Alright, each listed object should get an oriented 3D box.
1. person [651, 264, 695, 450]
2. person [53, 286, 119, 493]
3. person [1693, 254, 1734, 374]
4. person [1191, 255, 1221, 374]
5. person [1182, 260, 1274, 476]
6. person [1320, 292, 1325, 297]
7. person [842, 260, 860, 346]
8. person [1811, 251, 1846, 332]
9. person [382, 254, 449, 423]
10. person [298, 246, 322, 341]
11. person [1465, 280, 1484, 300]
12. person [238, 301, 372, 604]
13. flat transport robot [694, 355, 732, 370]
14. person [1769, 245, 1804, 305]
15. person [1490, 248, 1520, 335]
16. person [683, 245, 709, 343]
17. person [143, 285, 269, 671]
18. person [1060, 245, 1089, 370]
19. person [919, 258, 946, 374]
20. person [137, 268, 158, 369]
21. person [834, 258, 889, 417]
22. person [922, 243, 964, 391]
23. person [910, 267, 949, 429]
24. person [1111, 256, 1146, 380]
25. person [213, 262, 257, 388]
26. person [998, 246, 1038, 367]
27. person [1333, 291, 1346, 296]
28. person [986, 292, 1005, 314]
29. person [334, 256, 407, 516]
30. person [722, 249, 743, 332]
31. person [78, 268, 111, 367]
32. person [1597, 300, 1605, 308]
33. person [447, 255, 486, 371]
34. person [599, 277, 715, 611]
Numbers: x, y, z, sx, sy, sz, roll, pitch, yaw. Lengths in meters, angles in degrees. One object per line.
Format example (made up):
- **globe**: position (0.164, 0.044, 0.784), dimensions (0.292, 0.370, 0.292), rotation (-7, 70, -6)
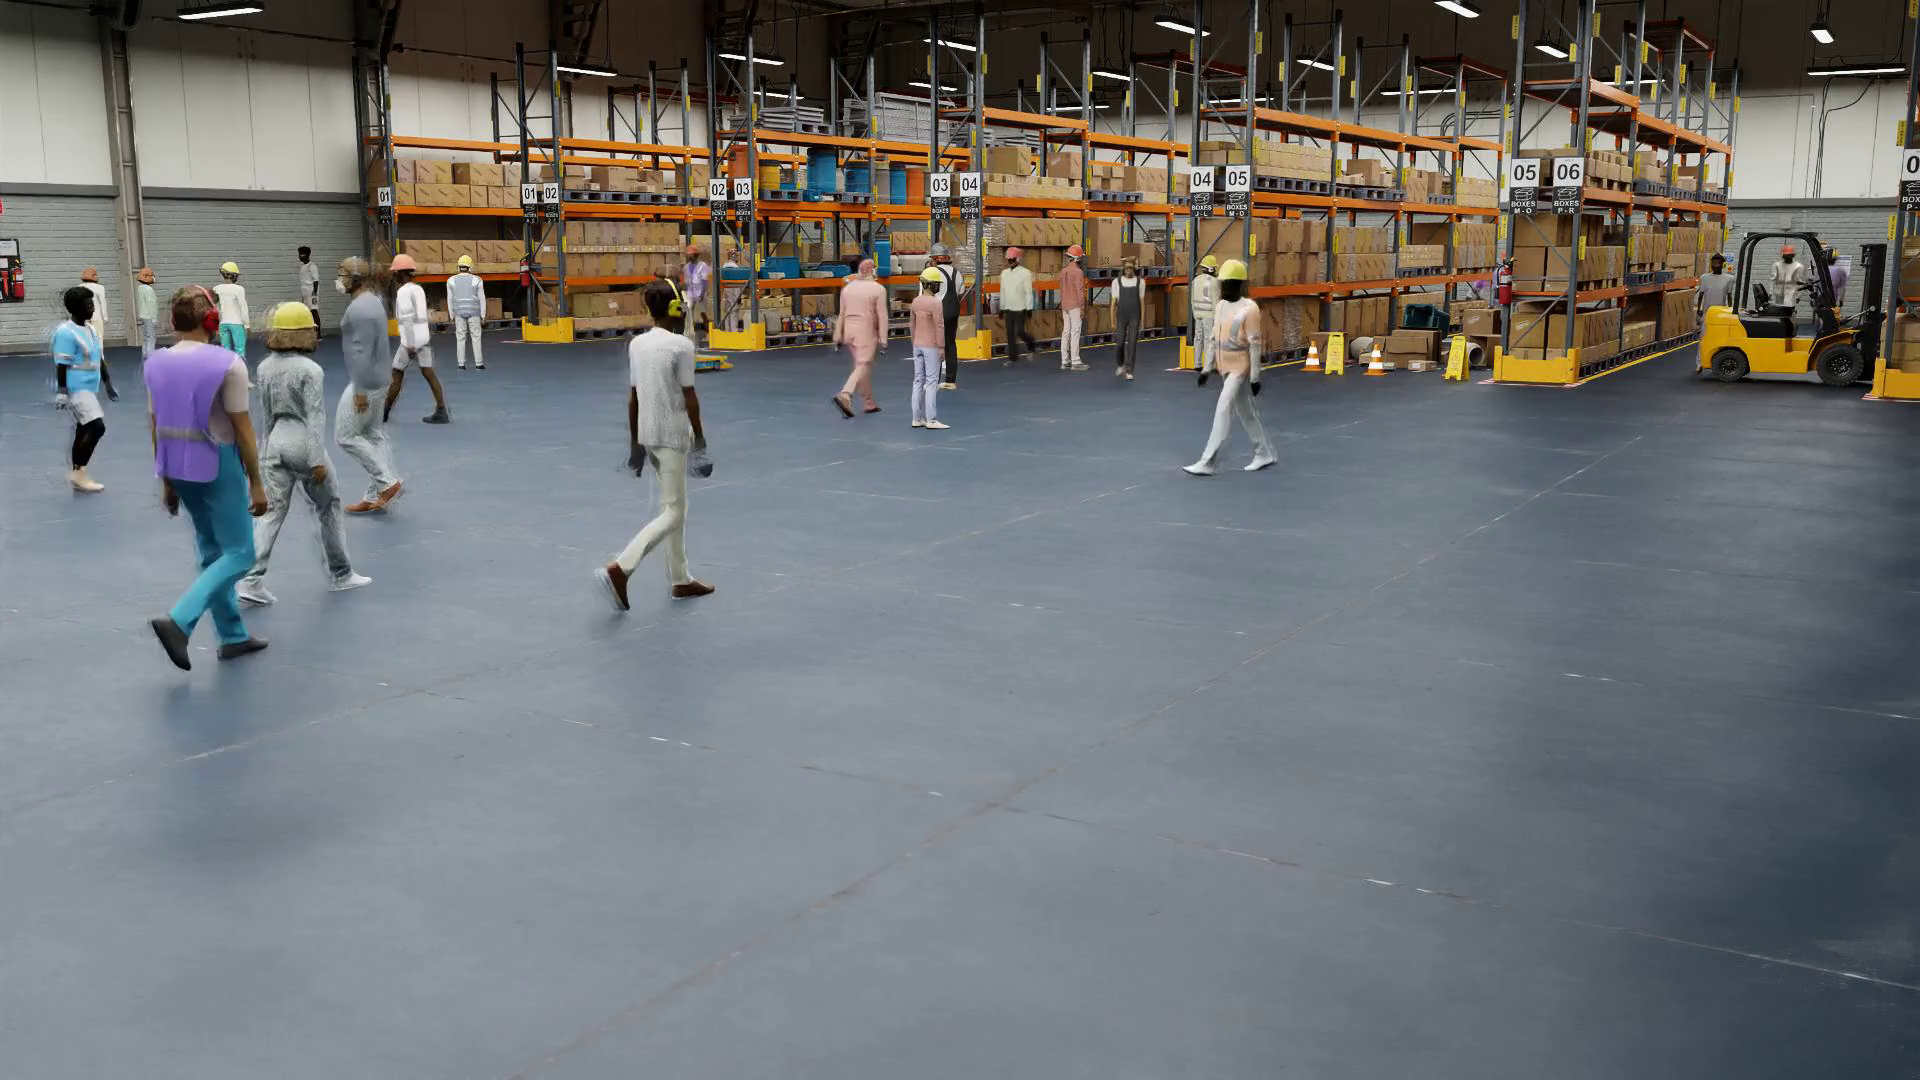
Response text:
- **person**: position (-2.742, -1.696, 15.788), dimensions (0.453, 1.824, 0.648), rotation (-2, 10, -9)
- **person**: position (-7.079, -1.205, 13.439), dimensions (0.430, 1.677, 0.548), rotation (-2, 10, -8)
- **person**: position (11.697, -3.501, 25.798), dimensions (0.520, 1.865, 0.332), rotation (4, 11, 24)
- **person**: position (3.844, -3.502, 25.883), dimensions (0.404, 1.834, 0.592), rotation (-5, 11, -28)
- **person**: position (2.409, -1.506, 14.594), dimensions (1.005, 1.882, 0.586), rotation (-4, 11, -20)
- **person**: position (8.189, -5.451, 36.660), dimensions (0.634, 1.871, 0.898), rotation (7, 12, 33)
- **person**: position (-2.052, -4.639, 32.638), dimensions (0.535, 1.697, 0.318), rotation (-1, 10, -6)
- **person**: position (17.673, -4.946, 33.868), dimensions (0.610, 1.869, 1.007), rotation (5, 11, 26)
- **person**: position (-6.225, -2.242, 18.660), dimensions (0.996, 1.885, 0.568), rotation (1, 10, 8)
- **person**: position (-13.498, -5.106, 34.493), dimensions (0.365, 1.964, 0.610), rotation (-9, 14, -42)
- **person**: position (13.082, -6.471, 42.280), dimensions (0.642, 1.911, 0.575), rotation (7, 12, 35)
- **person**: position (-3.782, -0.498, 9.429), dimensions (0.497, 1.701, 0.876), rotation (4, 11, 23)
- **flat transport robot**: position (-4.291, -2.789, 26.269), dimensions (0.652, 0.197, 1.431), rotation (6, 12, 29)
- **person**: position (17.465, -5.234, 35.139), dimensions (0.601, 2.008, 1.035), rotation (8, 13, 40)
- **person**: position (9.983, -4.368, 30.451), dimensions (0.549, 1.936, 0.374), rotation (6, 12, 32)
- **person**: position (-5.339, -4.934, 33.497), dimensions (0.623, 1.992, 1.019), rotation (4, 11, 23)
- **person**: position (-3.592, -0.286, 7.879), dimensions (0.583, 1.824, 0.705), rotation (4, 11, 22)
- **person**: position (1.829, -3.727, 26.689), dimensions (0.378, 1.996, 0.611), rotation (-5, 12, -28)
- **person**: position (-0.345, -3.513, 25.809), dimensions (0.572, 1.883, 0.354), rotation (4, 11, 21)
- **person**: position (-12.838, -3.484, 26.346), dimensions (0.269, 1.632, 0.509), rotation (-9, 14, -42)
- **person**: position (-1.202, -2.376, 19.554), dimensions (0.670, 1.857, 0.970), rotation (8, 13, 37)
- **person**: position (-0.297, -3.092, 23.011), dimensions (0.535, 2.000, 0.680), rotation (10, 14, 43)
- **person**: position (-0.329, -2.092, 18.182), dimensions (0.329, 1.765, 0.533), rotation (-8, 13, -38)
- **person**: position (2.500, -3.281, 24.672), dimensions (0.504, 1.833, 0.394), rotation (0, 10, 1)
- **person**: position (-10.178, -3.000, 23.290), dimensions (0.523, 1.760, 0.327), rotation (2, 10, 13)
- **person**: position (0.957, -3.834, 27.356), dimensions (0.635, 1.972, 0.624), rotation (9, 13, 41)
- **person**: position (8.068, -5.245, 35.461), dimensions (0.568, 1.889, 0.943), rotation (6, 12, 31)
- **person**: position (0.818, -4.815, 32.980), dimensions (0.626, 1.934, 0.363), rotation (1, 10, 5)
- **person**: position (-4.414, -1.122, 12.280), dimensions (0.431, 1.929, 0.650), rotation (-2, 10, -11)
- **person**: position (-4.660, -5.043, 34.308), dimensions (0.407, 1.910, 0.639), rotation (-6, 12, -31)
- **person**: position (-14.221, -3.637, 27.248), dimensions (0.493, 1.627, 0.292), rotation (1, 10, 7)
- **person**: position (15.379, -5.852, 39.630), dimensions (0.379, 1.620, 0.566), rotation (4, 11, 22)
- **person**: position (-7.807, -3.589, 26.375), dimensions (0.591, 1.833, 0.403), rotation (-1, 10, -5)
- **person**: position (-1.685, -0.527, 9.211), dimensions (0.787, 1.844, 0.524), rotation (-10, 14, -44)
